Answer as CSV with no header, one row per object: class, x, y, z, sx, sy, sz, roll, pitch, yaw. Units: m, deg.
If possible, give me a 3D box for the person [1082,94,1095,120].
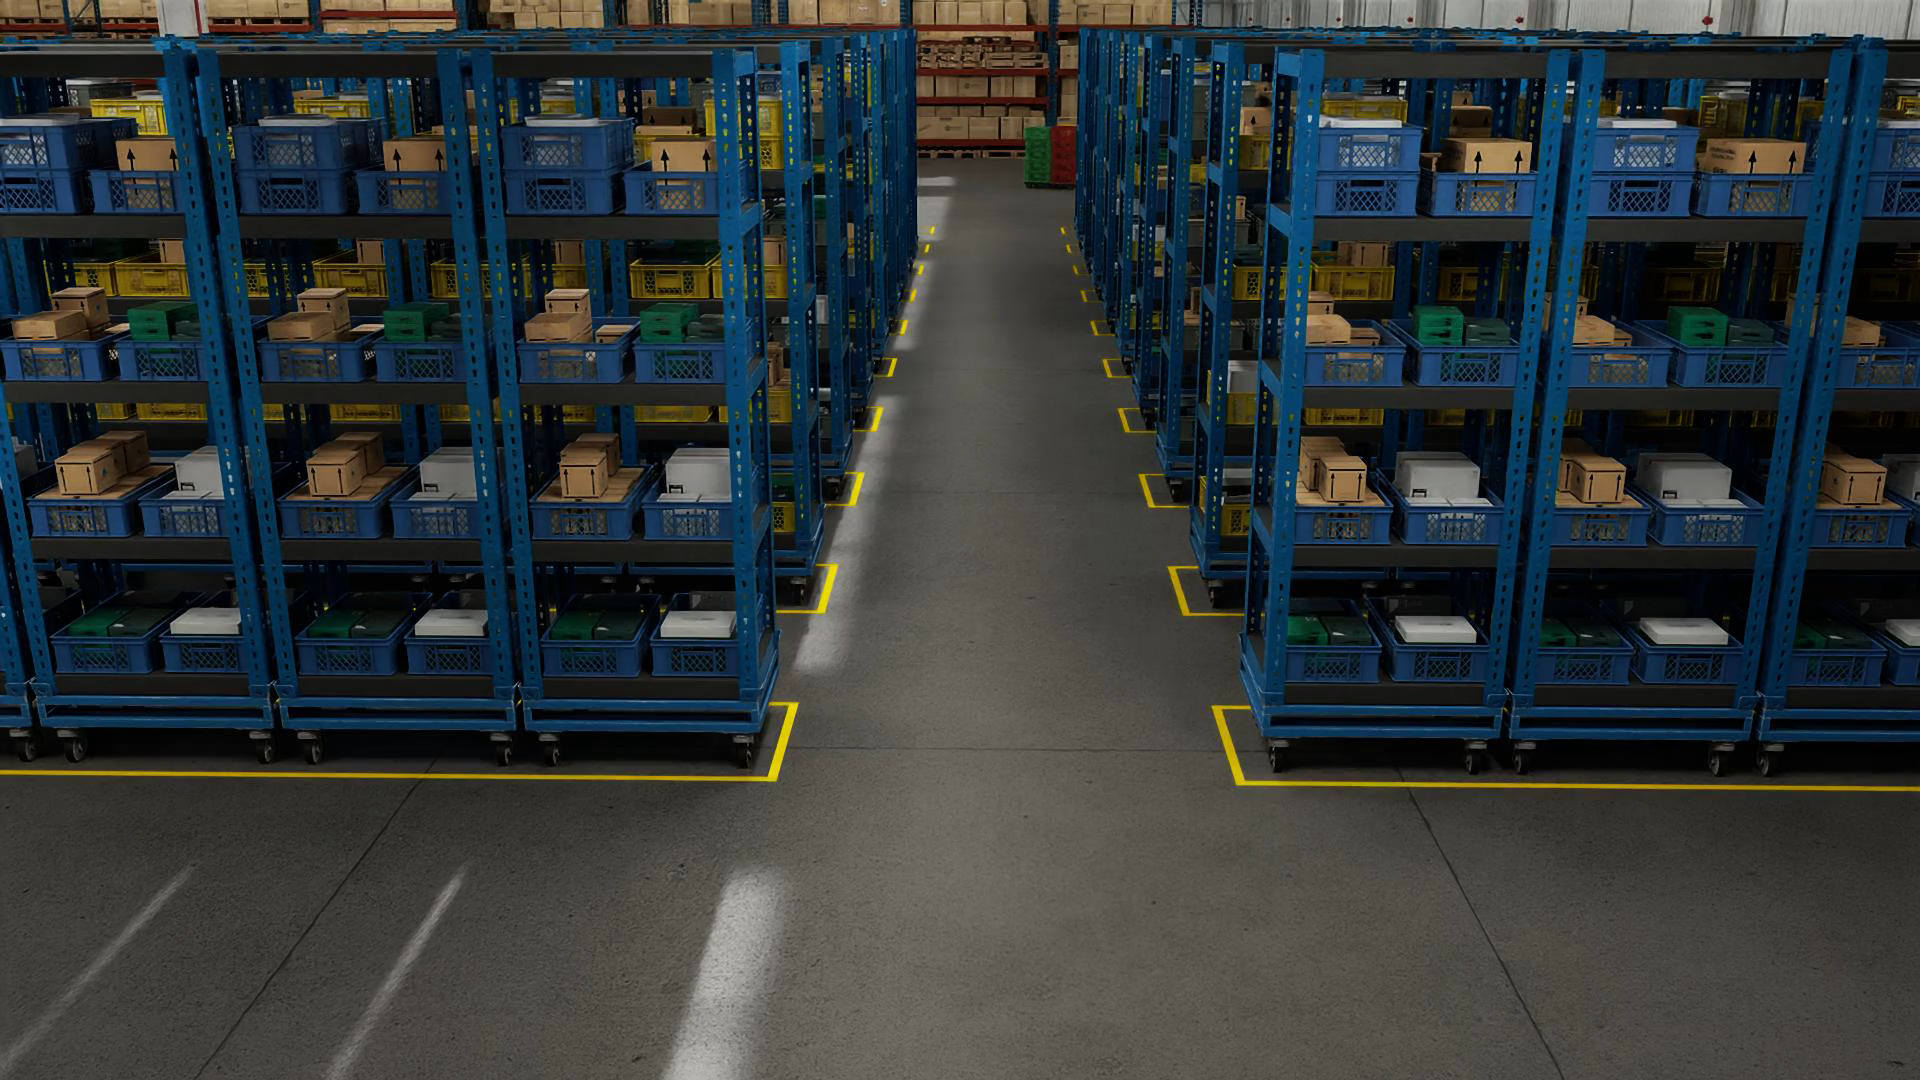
person,3.329,-10.499,42.579,0.611,1.985,0.415,-2,17,-5
